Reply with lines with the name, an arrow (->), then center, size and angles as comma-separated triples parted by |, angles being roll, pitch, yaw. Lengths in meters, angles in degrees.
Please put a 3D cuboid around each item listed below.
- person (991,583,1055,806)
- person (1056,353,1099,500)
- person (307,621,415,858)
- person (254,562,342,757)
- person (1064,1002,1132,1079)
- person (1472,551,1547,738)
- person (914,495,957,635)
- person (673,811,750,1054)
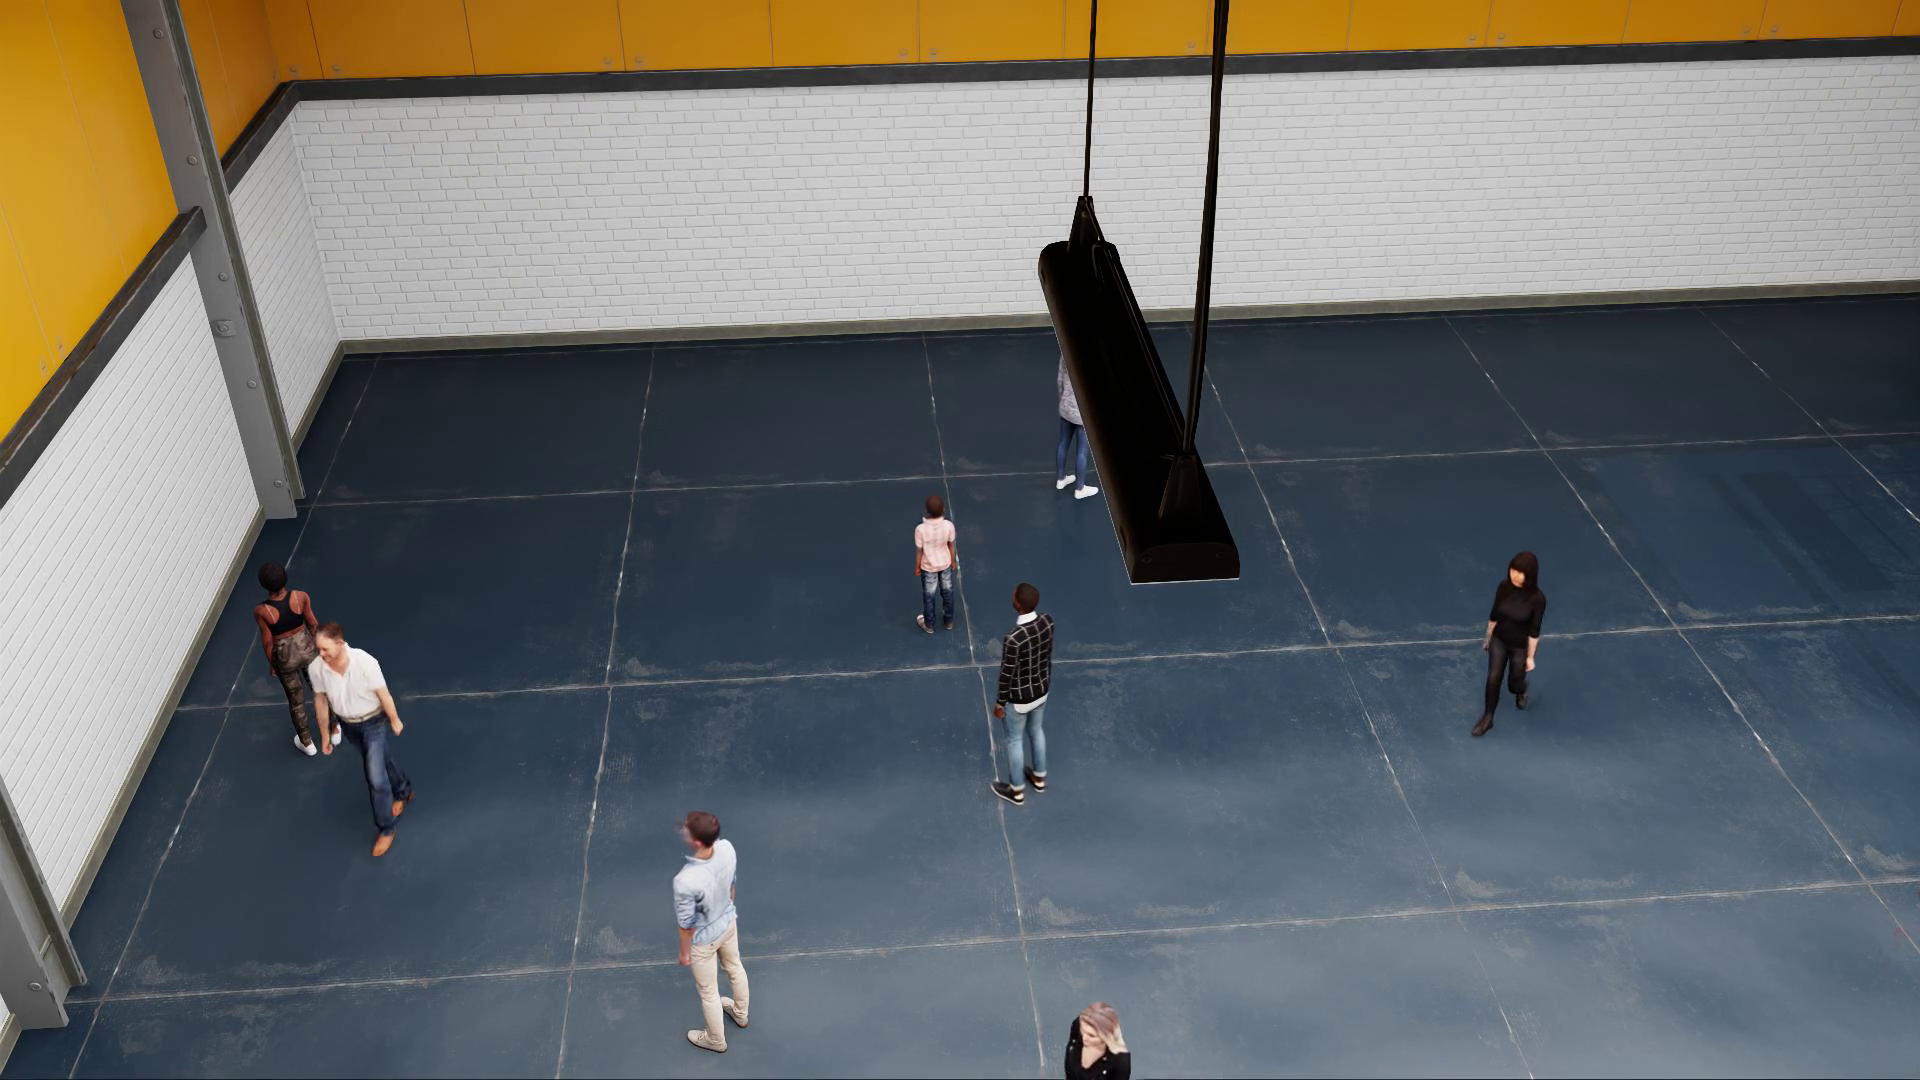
person -> 0.482, 1.105, 11.944 | 0.750, 1.818, 0.785 | -28, 43, -35
person -> 1.083, -1.214, 15.508 | 0.751, 1.734, 0.654 | -25, 41, -33
person -> -4.157, 1.226, 11.755 | 0.869, 1.826, 1.051 | 7, 34, 11
person -> -4.952, 0.870, 12.403 | 0.662, 1.700, 0.689 | -23, 40, -30
person -> 0.811, 3.074, 9.151 | 1.153, 1.630, 1.210 | 26, 42, 34
person -> 4.230, 0.765, 12.629 | 0.880, 1.626, 0.929 | 27, 42, 34
person -> -0.199, 0.195, 13.775 | 0.546, 1.308, 0.537 | -10, 35, -15
person -> -1.503, 2.351, 10.042 | 0.791, 1.848, 0.708 | 21, 39, 28
